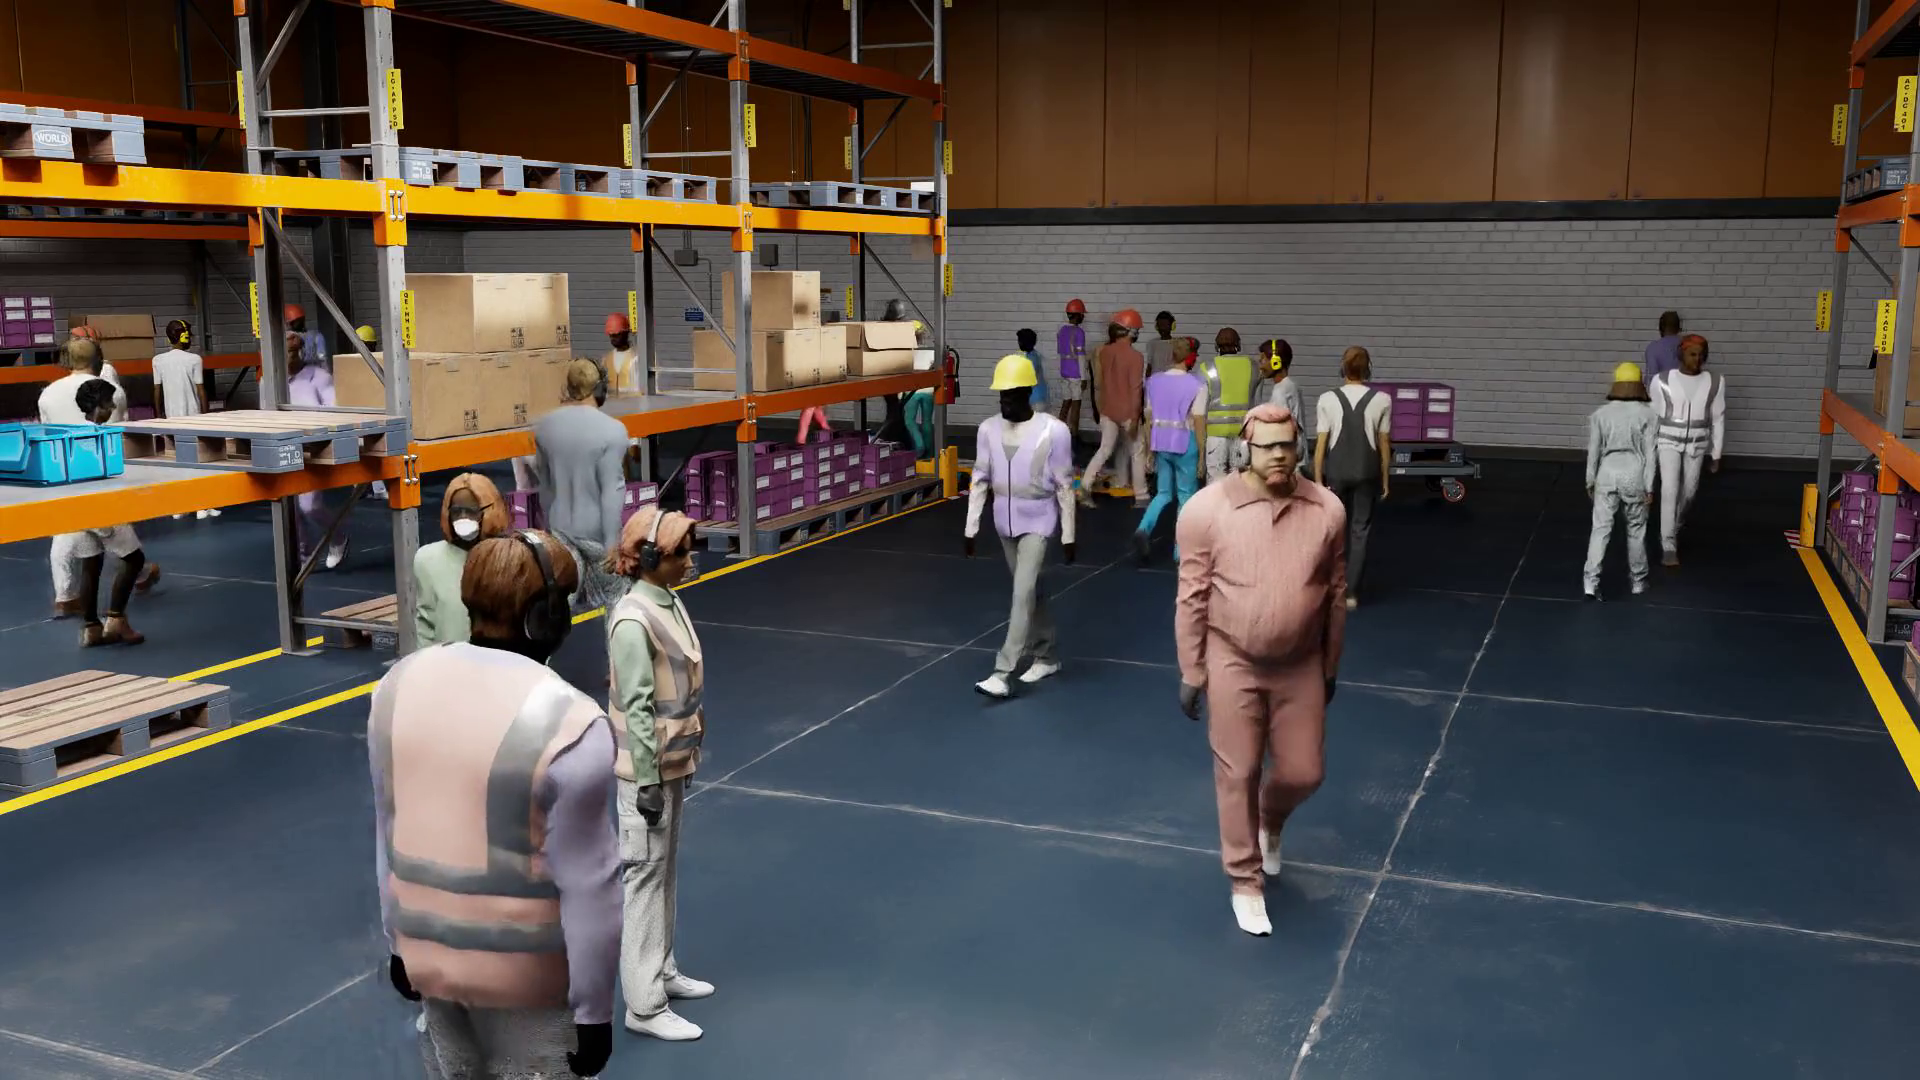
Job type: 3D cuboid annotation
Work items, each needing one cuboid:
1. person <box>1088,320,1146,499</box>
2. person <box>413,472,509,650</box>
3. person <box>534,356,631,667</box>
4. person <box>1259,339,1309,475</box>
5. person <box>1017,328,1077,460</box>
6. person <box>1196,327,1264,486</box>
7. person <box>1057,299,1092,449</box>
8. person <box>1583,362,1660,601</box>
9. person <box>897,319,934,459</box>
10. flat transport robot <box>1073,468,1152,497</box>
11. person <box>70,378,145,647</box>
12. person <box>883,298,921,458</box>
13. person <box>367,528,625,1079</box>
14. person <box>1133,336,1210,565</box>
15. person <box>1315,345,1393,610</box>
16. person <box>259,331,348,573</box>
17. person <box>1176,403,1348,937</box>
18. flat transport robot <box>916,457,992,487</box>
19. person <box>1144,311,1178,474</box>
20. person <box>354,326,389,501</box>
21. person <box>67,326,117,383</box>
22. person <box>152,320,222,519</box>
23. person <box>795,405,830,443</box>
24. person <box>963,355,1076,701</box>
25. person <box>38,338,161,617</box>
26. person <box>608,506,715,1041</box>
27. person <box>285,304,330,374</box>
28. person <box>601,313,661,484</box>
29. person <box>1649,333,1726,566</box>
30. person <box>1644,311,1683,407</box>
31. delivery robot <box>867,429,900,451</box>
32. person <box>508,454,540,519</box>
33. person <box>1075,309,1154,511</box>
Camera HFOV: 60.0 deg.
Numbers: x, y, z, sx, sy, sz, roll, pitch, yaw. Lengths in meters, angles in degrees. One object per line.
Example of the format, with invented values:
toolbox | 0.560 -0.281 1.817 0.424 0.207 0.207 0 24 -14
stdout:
person | 1.595 -1.323 16.907 0.434 1.832 0.640 -8 12 -40
person | -1.778 0.564 6.073 0.512 1.605 0.720 0 9 3
person | -2.060 -0.036 8.934 0.635 1.902 0.986 5 10 26
person | 2.341 -0.523 12.035 0.408 1.848 0.568 5 10 26
person | 0.945 -1.650 19.413 0.848 1.654 0.560 0 9 2
person | 2.311 -0.923 14.446 0.634 1.838 0.429 -2 10 -13
person | 1.484 -2.147 21.564 0.357 1.937 0.551 -5 11 -30
person | 4.684 -0.412 11.832 0.493 1.696 0.893 7 12 36
person | -0.435 -1.737 19.714 0.614 1.742 0.621 -4 10 -23
flat transport robot | 1.225 -0.629 17.405 1.431 0.197 0.652 5 10 26
person | -5.329 -0.164 10.350 0.540 1.674 0.431 7 12 37
person | -0.673 -1.943 20.018 0.735 2.000 0.714 -2 10 -11
person | -0.977 0.894 3.455 0.658 1.835 0.545 5 11 28
person | 1.669 -0.680 13.027 0.579 1.820 0.636 8 12 41
person | 2.709 -0.424 11.466 0.509 1.832 0.409 3 10 15
person | -4.973 -0.640 12.594 0.638 1.893 0.479 3 10 17
person | 1.082 0.440 6.032 0.649 1.890 0.564 -1 9 -6
flat transport robot | -0.032 -0.749 18.130 1.431 0.197 0.652 6 11 34
person | 2.308 -1.657 18.838 0.513 1.859 0.313 5 11 27
person | -5.975 -1.277 16.814 0.533 1.768 0.310 4 10 23
person | -7.252 -0.848 13.895 0.614 1.867 0.424 8 12 39
person | -7.265 -1.123 15.587 0.518 1.865 0.330 0 9 2
person | -1.802 -1.725 19.750 0.981 1.693 0.574 -6 11 -34
person | 0.295 -0.072 9.171 0.611 1.872 0.973 8 12 39
person | -5.997 -0.454 11.500 0.638 1.865 1.091 1 9 4
person | -0.940 0.710 5.159 0.308 1.639 0.510 0 9 0
person | -8.048 -1.952 20.503 0.586 1.906 0.513 -2 10 -14
person | -3.197 -1.240 16.118 0.568 1.918 0.575 4 10 25
person | 5.823 -0.750 13.425 0.587 1.852 0.899 2 10 11
person | 7.449 -1.468 17.593 0.638 1.886 0.988 -1 9 -6
delivery robot | -1.042 -0.987 18.434 0.707 0.478 0.477 3 10 20
person | -4.066 -1.138 15.604 0.659 1.895 0.461 4 10 23
person | 1.517 -1.248 16.075 0.952 1.963 0.624 -8 12 -38
